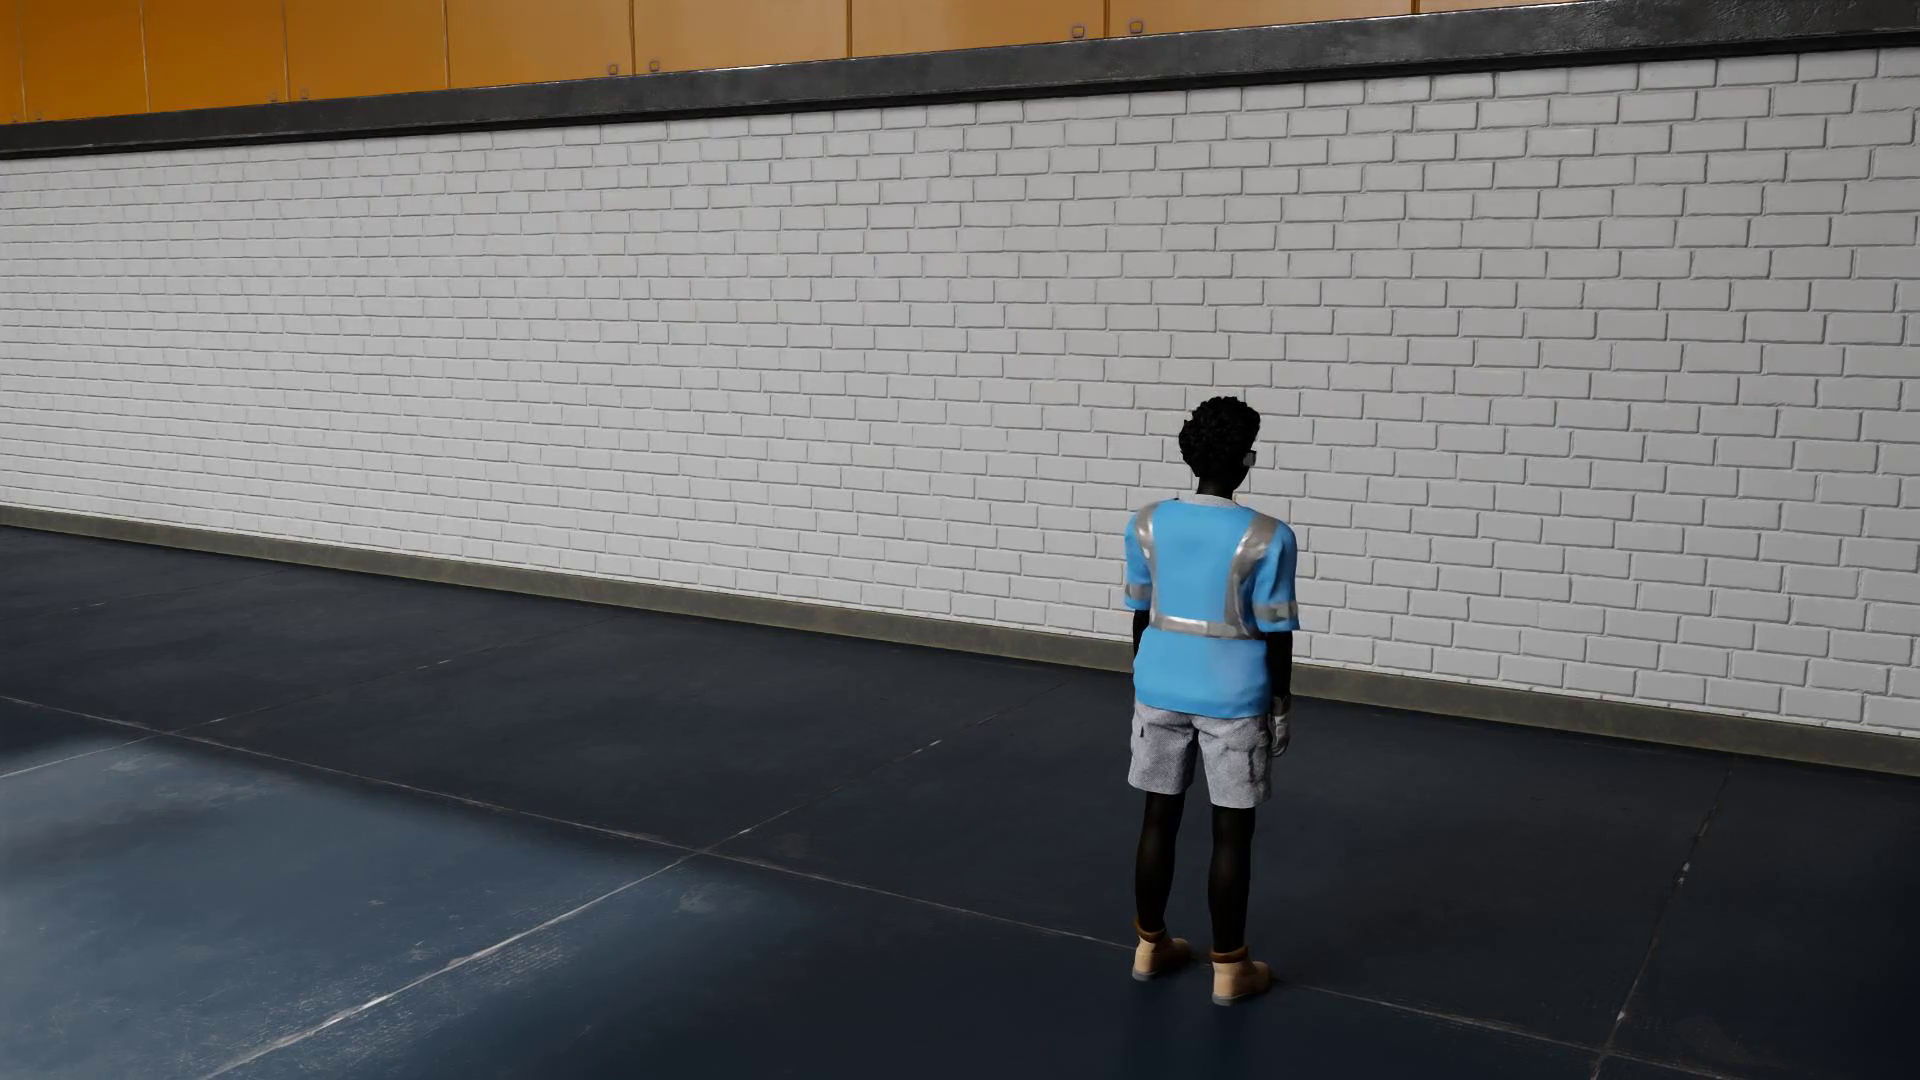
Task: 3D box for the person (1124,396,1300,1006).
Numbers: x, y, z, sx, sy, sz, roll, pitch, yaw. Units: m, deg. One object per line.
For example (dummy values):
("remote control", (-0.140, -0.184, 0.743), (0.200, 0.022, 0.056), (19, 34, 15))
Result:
("person", (0.694, 0.444, 4.646), (0.531, 1.689, 0.322), (6, 11, 34))
